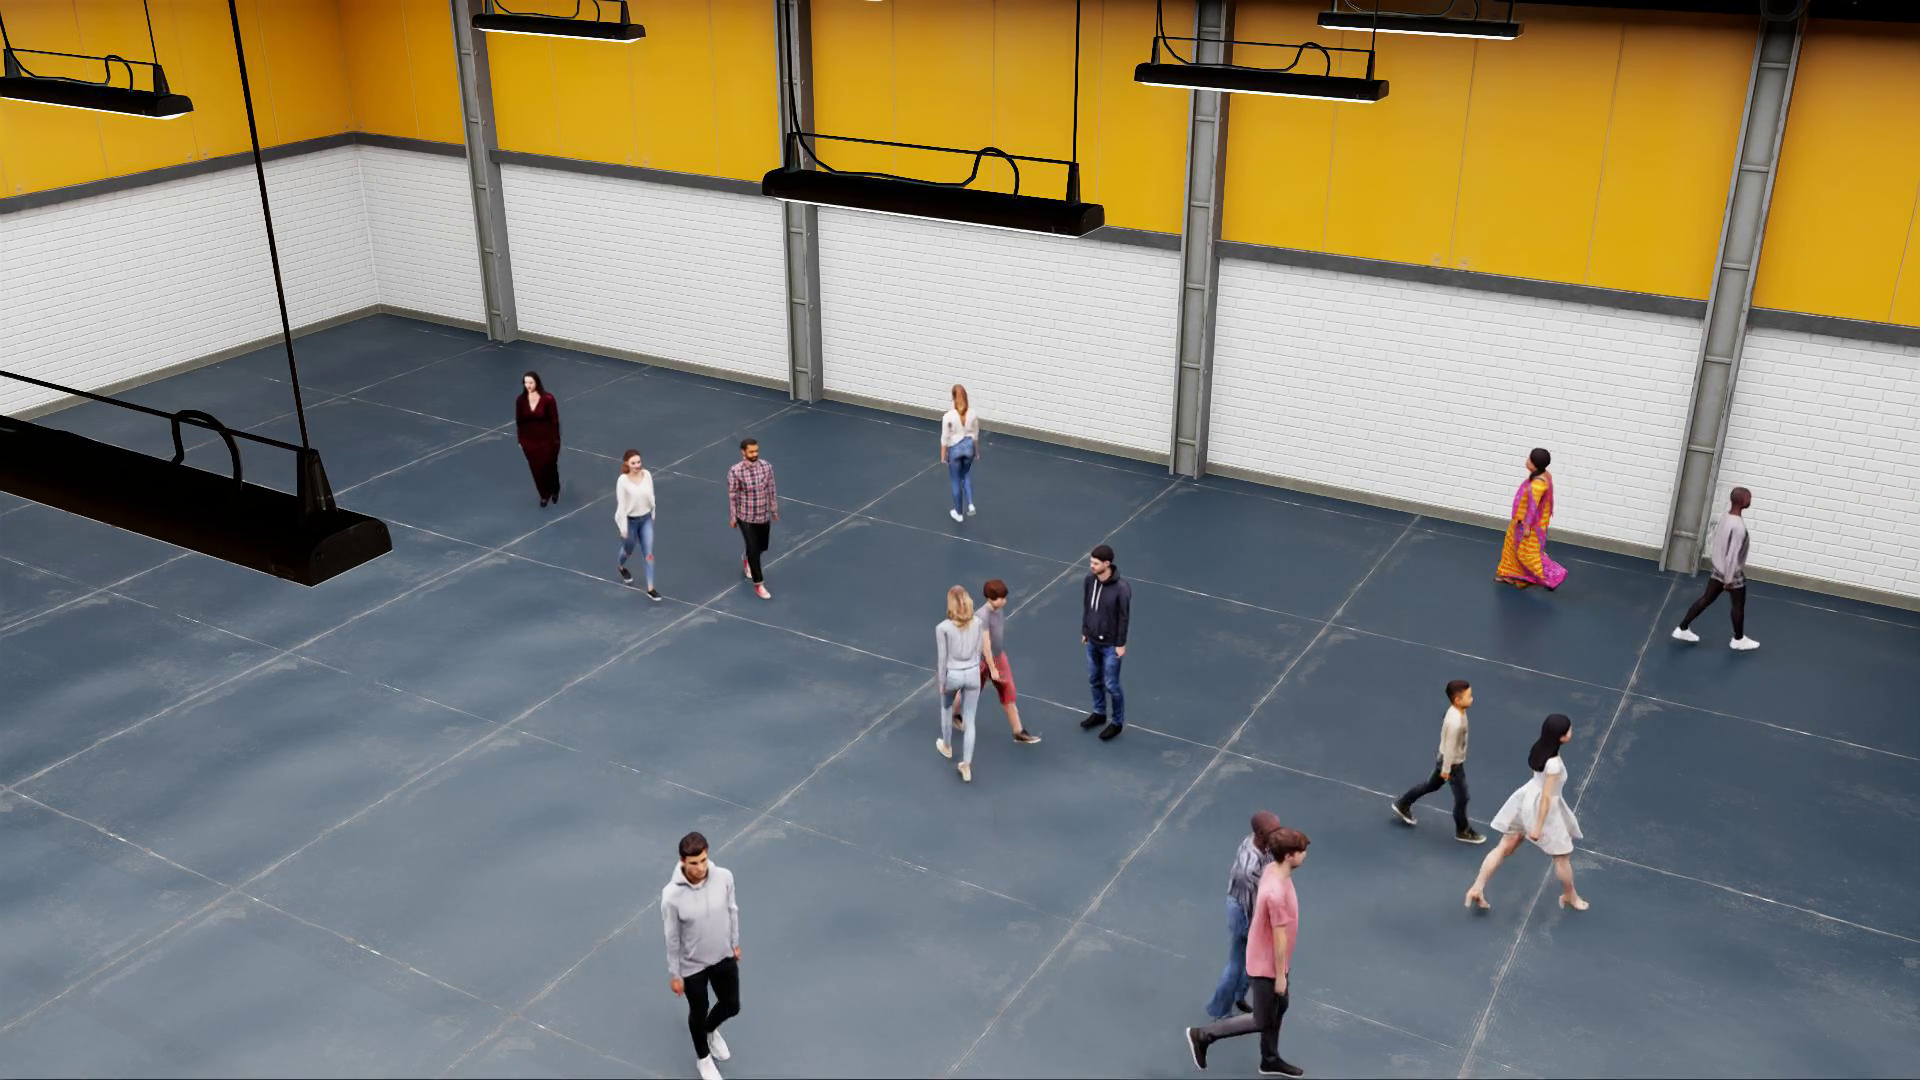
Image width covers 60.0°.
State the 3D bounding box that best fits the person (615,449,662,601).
[{"bbox_3d":[-3.543,-0.201,17.980,0.926,1.661,1.172,-16,28,-32],"label":"person"}]

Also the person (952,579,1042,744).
[{"bbox_3d":[0.171,1.098,15.083,1.216,1.601,0.655,15,28,30],"label":"person"}]

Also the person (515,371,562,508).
[{"bbox_3d":[-5.083,-1.242,20.252,0.776,1.747,0.865,2,24,5],"label":"person"}]

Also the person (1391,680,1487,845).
[{"bbox_3d":[3.952,1.798,13.680,1.056,1.442,0.701,7,25,16],"label":"person"}]

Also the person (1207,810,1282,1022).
[{"bbox_3d":[1.877,2.602,11.428,0.784,1.772,0.788,6,24,14],"label":"person"}]

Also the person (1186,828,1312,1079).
[{"bbox_3d":[1.921,2.746,10.893,1.104,1.937,0.834,5,24,11],"label":"person"}]

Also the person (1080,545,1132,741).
[{"bbox_3d":[1.349,0.898,15.190,0.808,1.881,0.645,-19,30,-37],"label":"person"}]

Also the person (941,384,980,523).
[{"bbox_3d":[0.043,-1.001,19.743,0.793,1.714,0.849,-10,25,-21],"label":"person"}]

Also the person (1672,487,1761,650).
[{"bbox_3d":[7.624,0.298,16.743,1.161,1.737,0.949,1,24,2],"label":"person"}]

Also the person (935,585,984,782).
[{"bbox_3d":[0.042,1.271,14.475,0.913,1.770,0.970,-6,24,-12],"label":"person"}]

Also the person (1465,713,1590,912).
[{"bbox_3d":[4.278,2.124,12.595,1.266,1.714,1.046,-1,24,-2],"label":"person"}]

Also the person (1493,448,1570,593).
[{"bbox_3d":[6.247,-0.210,17.989,1.031,1.669,0.707,10,26,22],"label":"person"}]

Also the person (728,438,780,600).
[{"bbox_3d":[-2.270,-0.296,18.086,1.017,1.751,1.194,-14,27,-30],"label":"person"}]

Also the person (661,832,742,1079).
[{"bbox_3d":[-1.737,2.710,11.003,0.830,1.915,0.857,-15,28,-31],"label":"person"}]
